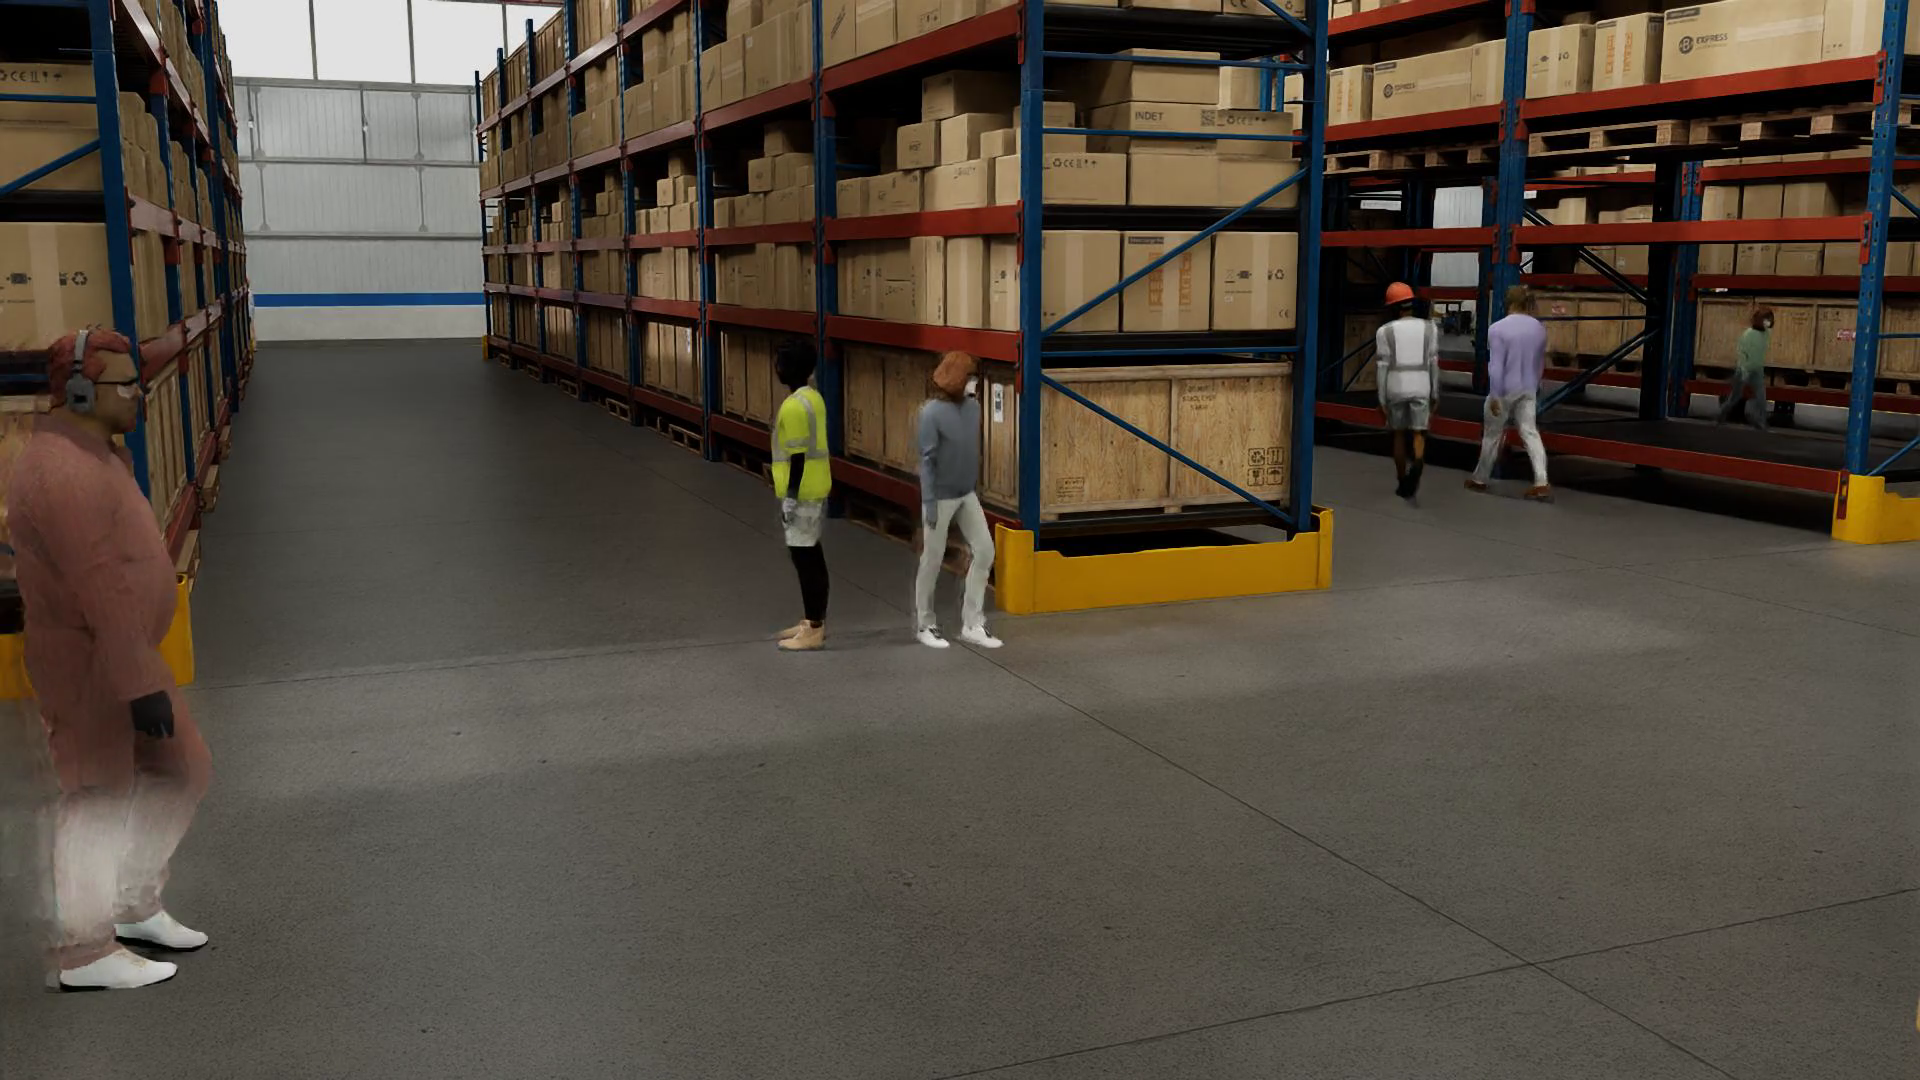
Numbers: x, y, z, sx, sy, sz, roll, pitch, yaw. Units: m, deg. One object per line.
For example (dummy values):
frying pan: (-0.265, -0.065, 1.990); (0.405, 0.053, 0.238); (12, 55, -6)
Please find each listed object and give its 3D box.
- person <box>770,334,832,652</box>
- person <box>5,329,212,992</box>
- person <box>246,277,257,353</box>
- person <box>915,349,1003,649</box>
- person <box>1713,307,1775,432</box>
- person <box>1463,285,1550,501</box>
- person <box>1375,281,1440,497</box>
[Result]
person: (-0.852, -0.251, 8.904); (0.317, 1.695, 0.540); (1, 10, 6)
person: (-2.373, 0.354, 4.708); (0.515, 1.886, 0.647); (-3, 10, -17)
person: (-16.356, -5.161, 38.138); (0.322, 1.753, 0.562); (-7, 12, -37)
person: (0.005, -0.201, 8.842); (0.631, 1.608, 0.536); (8, 12, 40)
person: (9.305, -1.979, 19.663); (0.505, 1.562, 0.913); (-3, 10, -20)
person: (4.887, -1.293, 14.626); (0.648, 1.884, 1.058); (-3, 10, -19)
person: (3.909, -1.289, 14.489); (0.584, 1.911, 0.671); (1, 10, 6)
